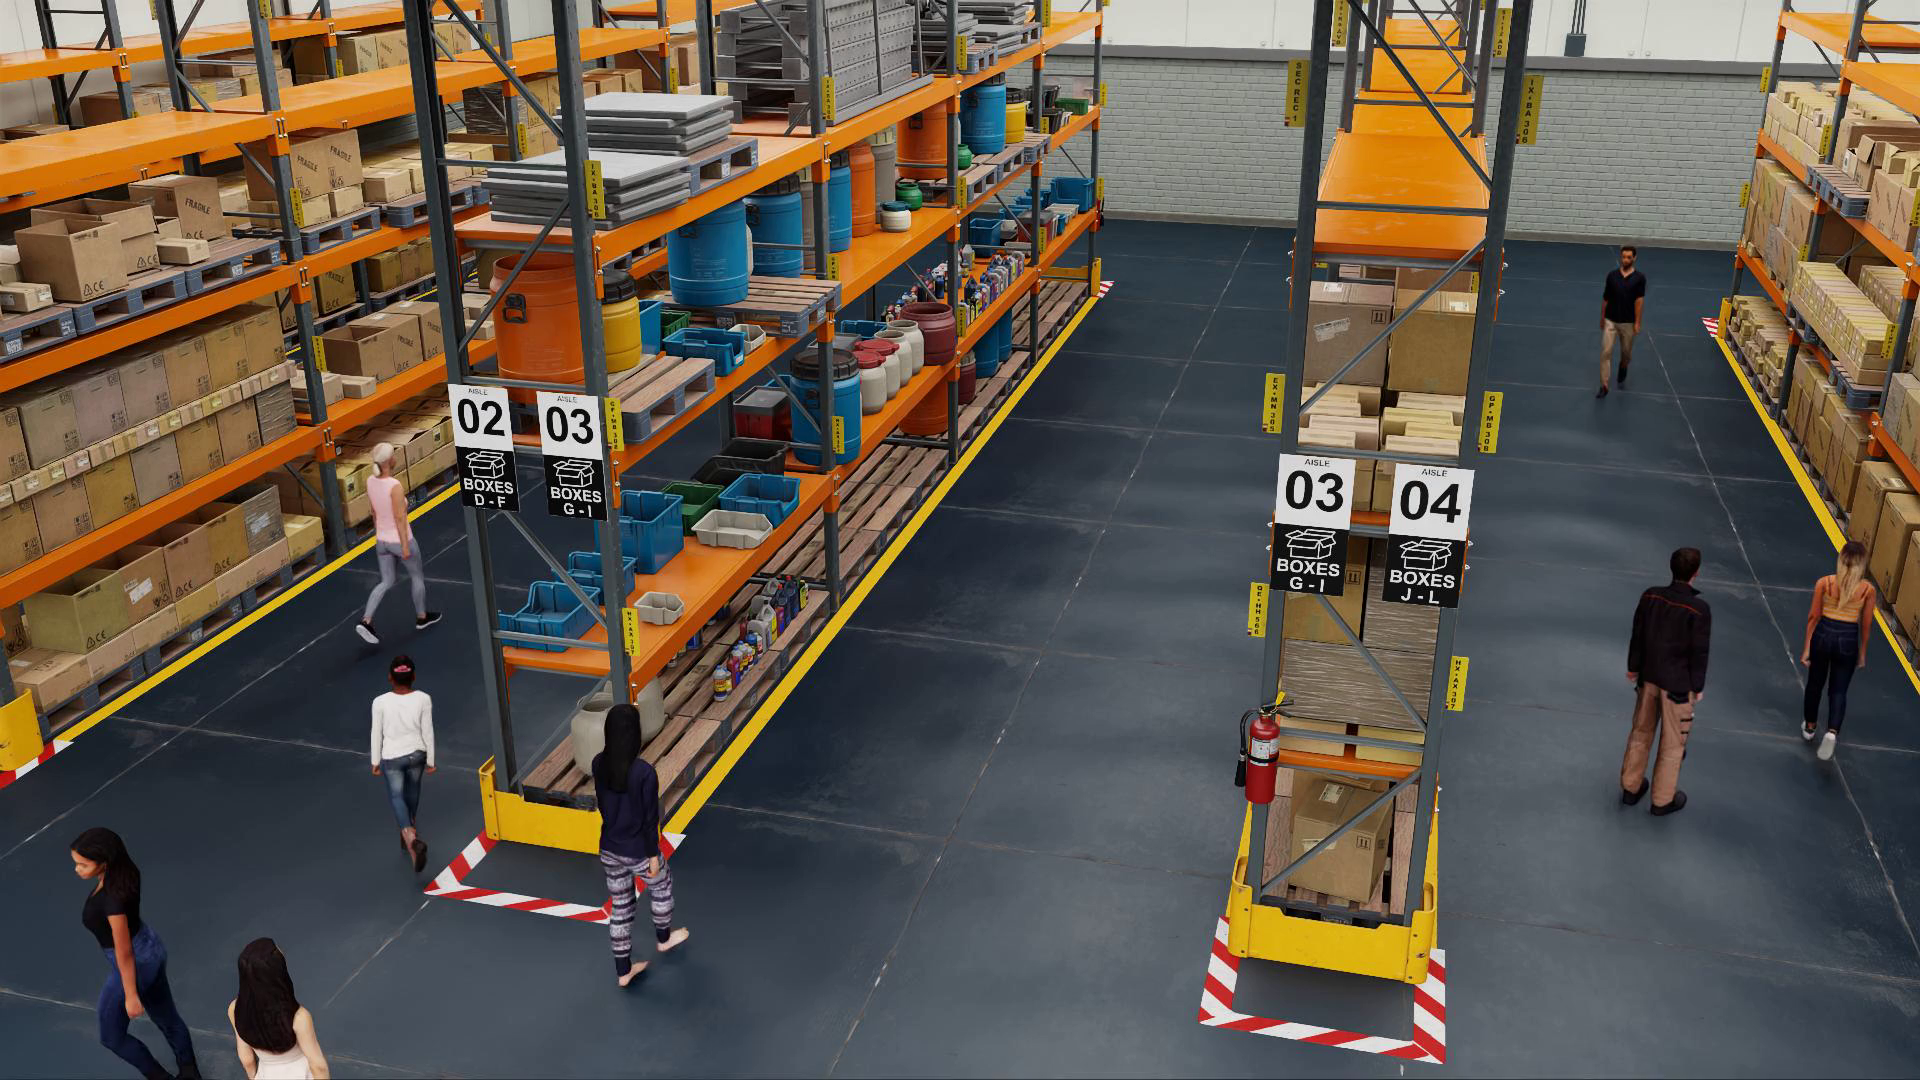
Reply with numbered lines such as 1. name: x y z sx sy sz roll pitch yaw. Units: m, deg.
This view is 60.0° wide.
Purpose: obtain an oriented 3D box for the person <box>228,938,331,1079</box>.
1. person: -3.059 2.563 7.574 0.581 1.736 0.536 4 23 10

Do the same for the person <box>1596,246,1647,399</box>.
1. person: 8.054 -2.676 20.244 0.816 1.841 1.095 13 25 28

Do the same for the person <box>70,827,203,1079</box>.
1. person: -4.107 2.200 8.483 0.811 1.720 0.716 -4 23 -10

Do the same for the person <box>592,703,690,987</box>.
1. person: -1.940 1.789 9.505 0.692 1.706 0.856 9 24 22

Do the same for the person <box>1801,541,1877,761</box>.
1. person: 6.305 0.821 12.009 0.710 1.603 1.066 10 24 24

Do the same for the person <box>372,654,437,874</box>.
1. person: -3.574 1.434 10.734 0.886 1.434 1.005 -9 24 -21

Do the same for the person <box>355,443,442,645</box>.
1. person: -4.743 0.049 13.766 0.706 1.701 1.111 11 25 25

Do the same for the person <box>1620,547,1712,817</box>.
1. person: 4.778 0.959 11.248 0.849 1.923 0.812 -16 27 -34
